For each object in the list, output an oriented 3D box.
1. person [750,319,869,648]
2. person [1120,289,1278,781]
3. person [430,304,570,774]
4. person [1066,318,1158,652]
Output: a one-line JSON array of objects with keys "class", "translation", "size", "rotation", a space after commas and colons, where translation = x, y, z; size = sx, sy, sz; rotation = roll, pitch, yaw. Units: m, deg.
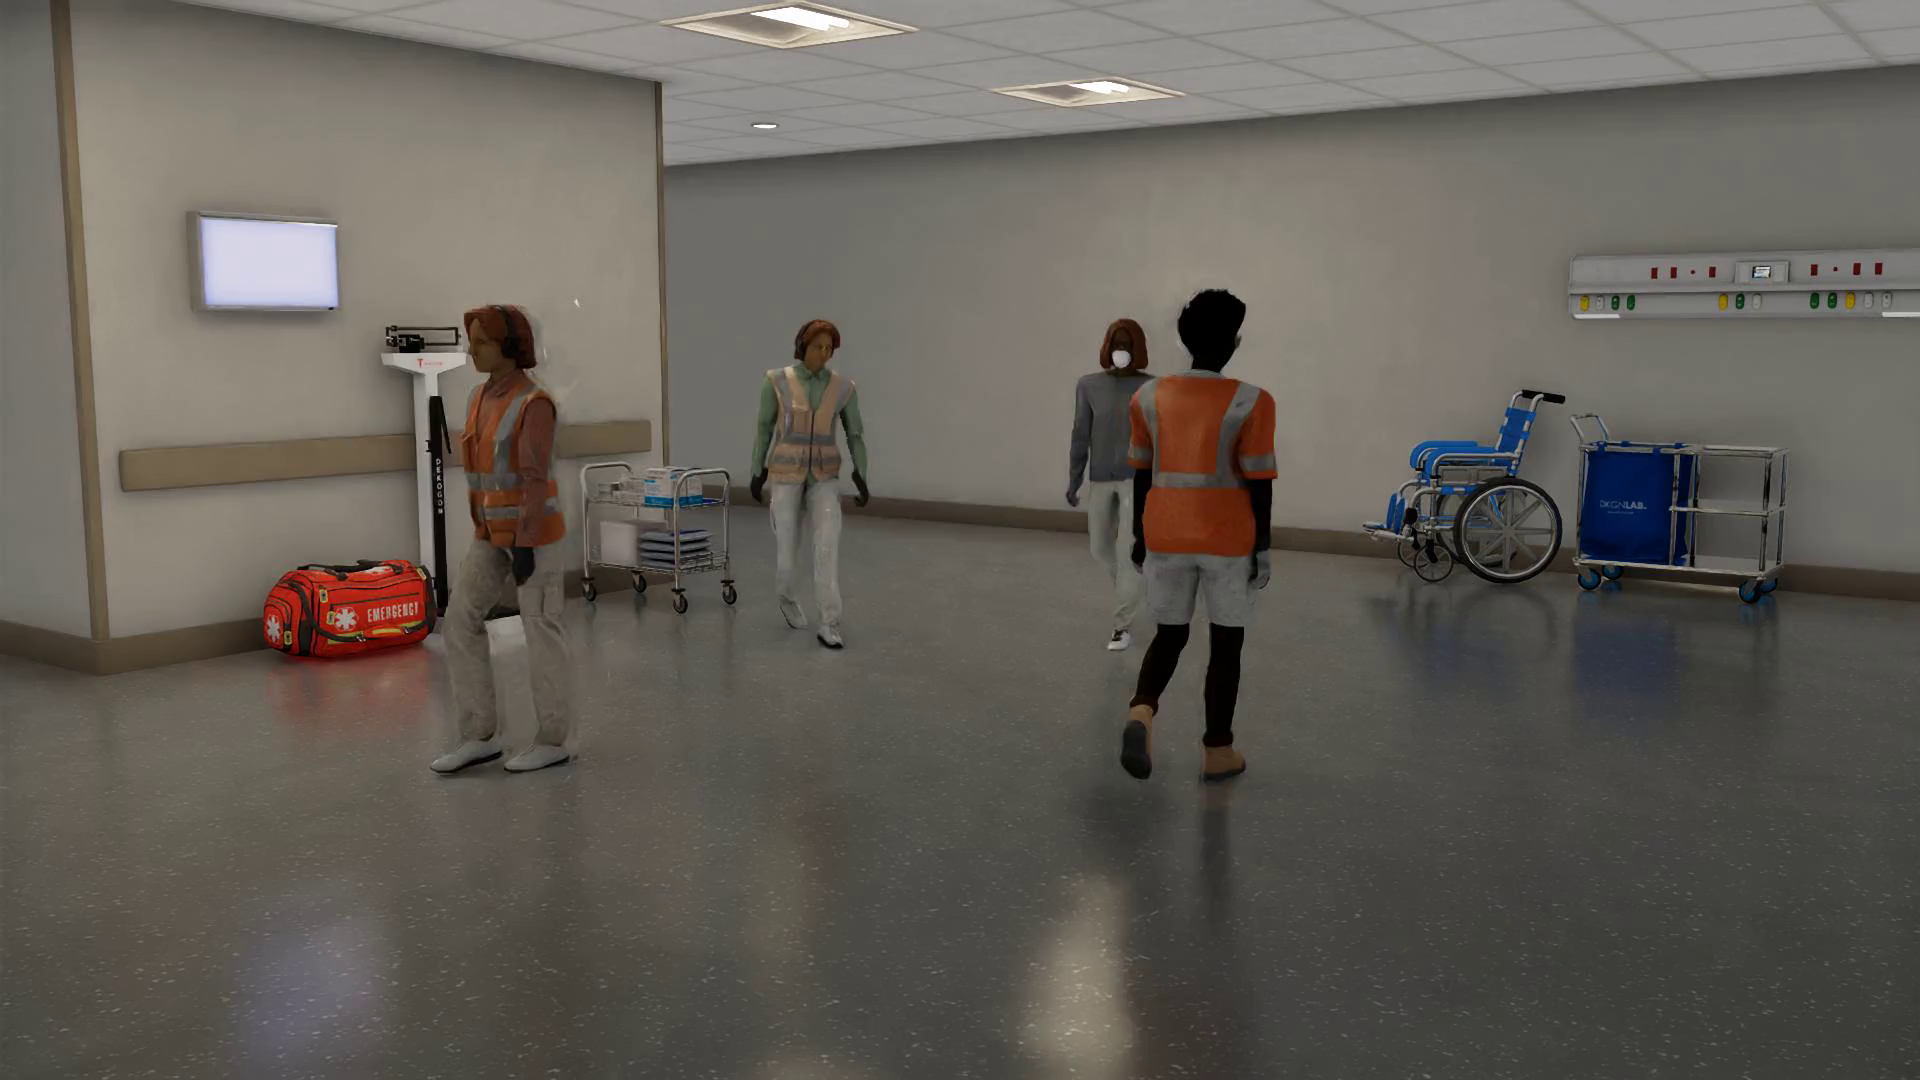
[{"class": "person", "translation": [-0.740, -0.289, 8.289], "size": [0.566, 1.591, 0.808], "rotation": [-3, 8, -21]}, {"class": "person", "translation": [0.783, 0.007, 5.524], "size": [0.540, 1.676, 0.570], "rotation": [4, 8, 31]}, {"class": "person", "translation": [-1.600, 0.014, 5.676], "size": [0.588, 1.615, 0.546], "rotation": [-7, 10, -44]}, {"class": "person", "translation": [0.815, -0.292, 8.222], "size": [0.503, 1.607, 0.703], "rotation": [3, 8, 26]}]
